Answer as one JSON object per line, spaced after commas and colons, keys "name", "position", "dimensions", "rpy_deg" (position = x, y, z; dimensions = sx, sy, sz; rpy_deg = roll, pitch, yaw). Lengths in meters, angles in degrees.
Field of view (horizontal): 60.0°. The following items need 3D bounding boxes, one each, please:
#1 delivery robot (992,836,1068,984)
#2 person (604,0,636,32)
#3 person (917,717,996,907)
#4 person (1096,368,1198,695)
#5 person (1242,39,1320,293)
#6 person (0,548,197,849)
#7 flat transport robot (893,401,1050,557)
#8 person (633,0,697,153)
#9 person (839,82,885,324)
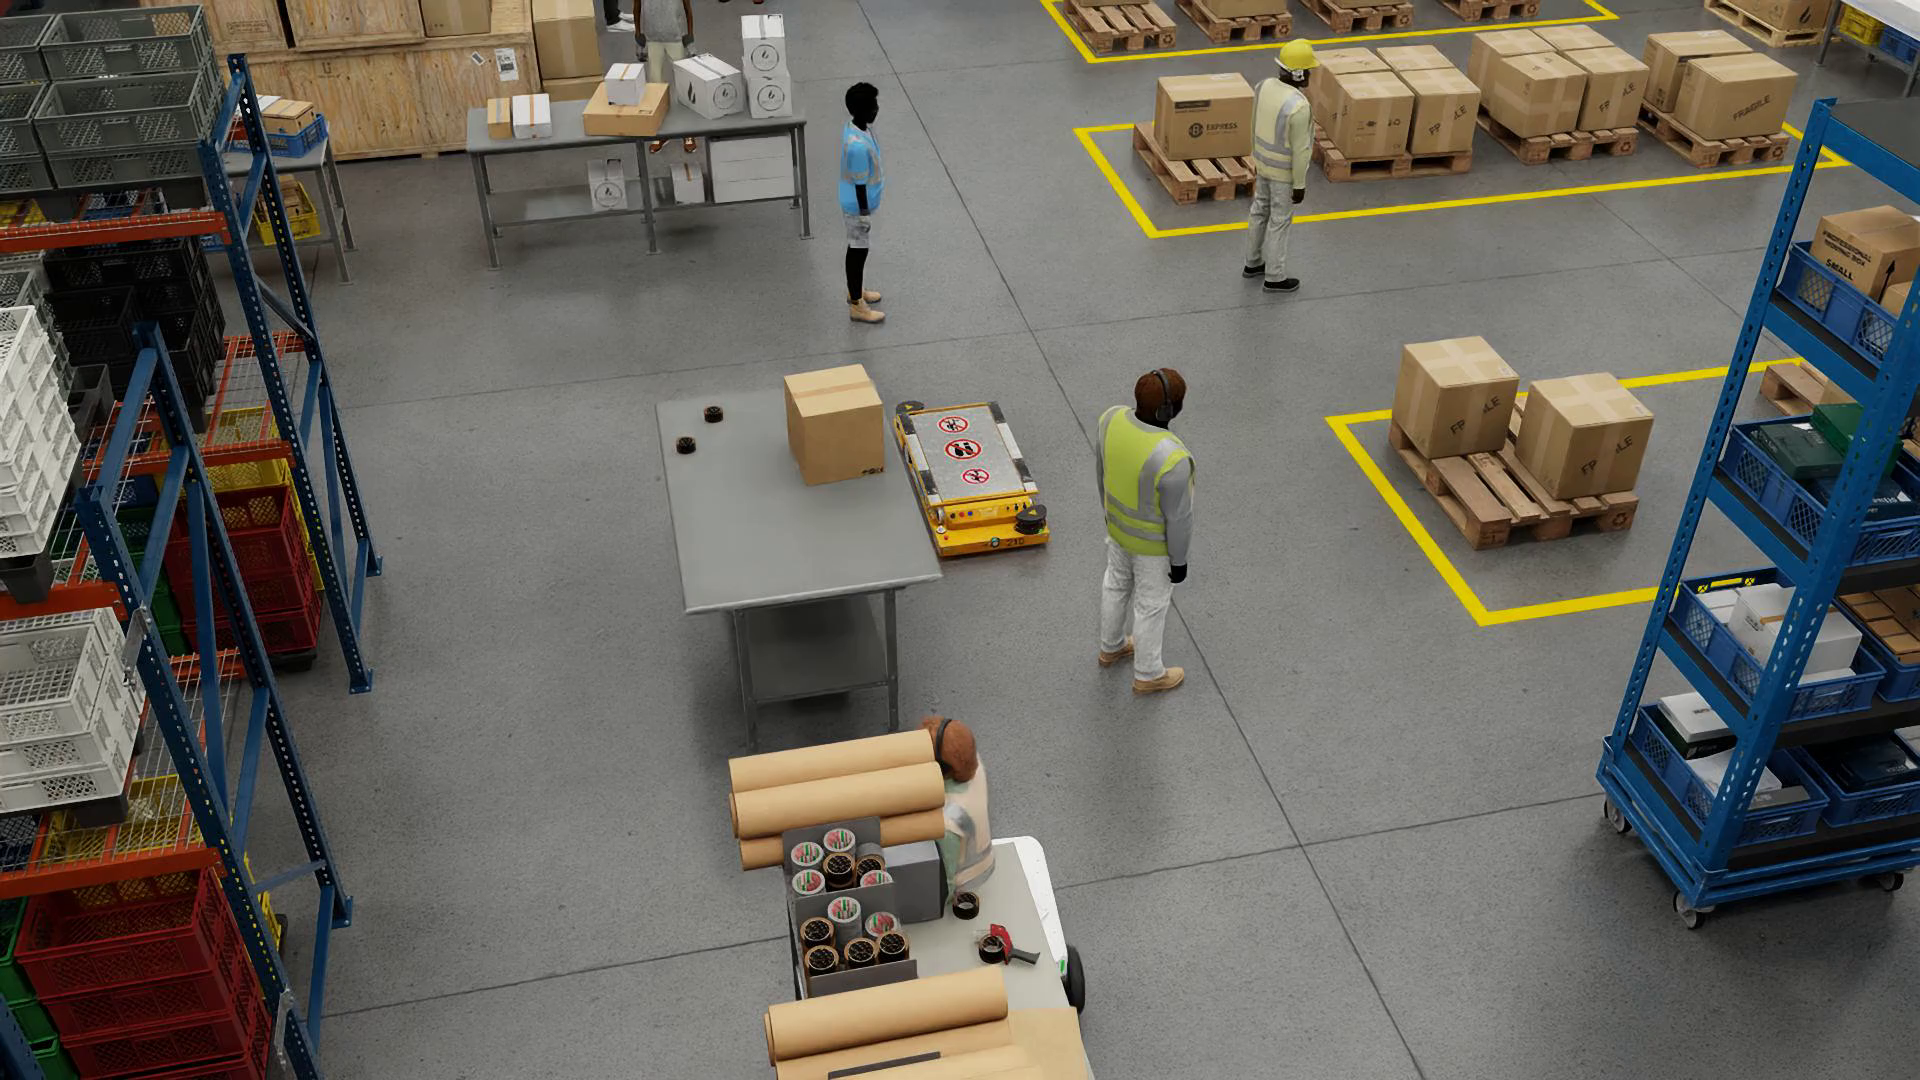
{"name": "delivery robot", "position": [0.235, 1.591, 7.081], "dimensions": [0.477, 0.478, 0.707], "rpy_deg": [-5, 37, -6]}
{"name": "person", "position": [-3.420, -5.913, 16.118], "dimensions": [0.384, 1.912, 0.591], "rpy_deg": [-9, 38, -12]}
{"name": "person", "position": [-0.014, 1.345, 6.592], "dimensions": [0.315, 1.631, 0.523], "rpy_deg": [7, 37, 9]}
{"name": "person", "position": [0.936, -0.047, 8.286], "dimensions": [0.429, 1.842, 0.635], "rpy_deg": [-21, 42, -26]}
{"name": "person", "position": [2.285, -2.652, 11.795], "dimensions": [0.404, 1.830, 0.603], "rpy_deg": [-15, 39, -19]}
{"name": "person", "position": [-3.871, 0.679, 7.231], "dimensions": [0.627, 1.941, 0.371], "rpy_deg": [8, 37, 10]}
{"name": "flat transport robot", "position": [0.046, -0.430, 10.108], "dimensions": [0.652, 0.197, 1.431], "rpy_deg": [-8, 37, -10]}
{"name": "person", "position": [-2.440, -4.127, 13.744], "dimensions": [0.514, 1.876, 0.328], "rpy_deg": [0, 37, 0]}
{"name": "person", "position": [-0.677, -2.336, 11.480], "dimensions": [0.319, 1.698, 0.539], "rpy_deg": [-3, 37, -4]}
